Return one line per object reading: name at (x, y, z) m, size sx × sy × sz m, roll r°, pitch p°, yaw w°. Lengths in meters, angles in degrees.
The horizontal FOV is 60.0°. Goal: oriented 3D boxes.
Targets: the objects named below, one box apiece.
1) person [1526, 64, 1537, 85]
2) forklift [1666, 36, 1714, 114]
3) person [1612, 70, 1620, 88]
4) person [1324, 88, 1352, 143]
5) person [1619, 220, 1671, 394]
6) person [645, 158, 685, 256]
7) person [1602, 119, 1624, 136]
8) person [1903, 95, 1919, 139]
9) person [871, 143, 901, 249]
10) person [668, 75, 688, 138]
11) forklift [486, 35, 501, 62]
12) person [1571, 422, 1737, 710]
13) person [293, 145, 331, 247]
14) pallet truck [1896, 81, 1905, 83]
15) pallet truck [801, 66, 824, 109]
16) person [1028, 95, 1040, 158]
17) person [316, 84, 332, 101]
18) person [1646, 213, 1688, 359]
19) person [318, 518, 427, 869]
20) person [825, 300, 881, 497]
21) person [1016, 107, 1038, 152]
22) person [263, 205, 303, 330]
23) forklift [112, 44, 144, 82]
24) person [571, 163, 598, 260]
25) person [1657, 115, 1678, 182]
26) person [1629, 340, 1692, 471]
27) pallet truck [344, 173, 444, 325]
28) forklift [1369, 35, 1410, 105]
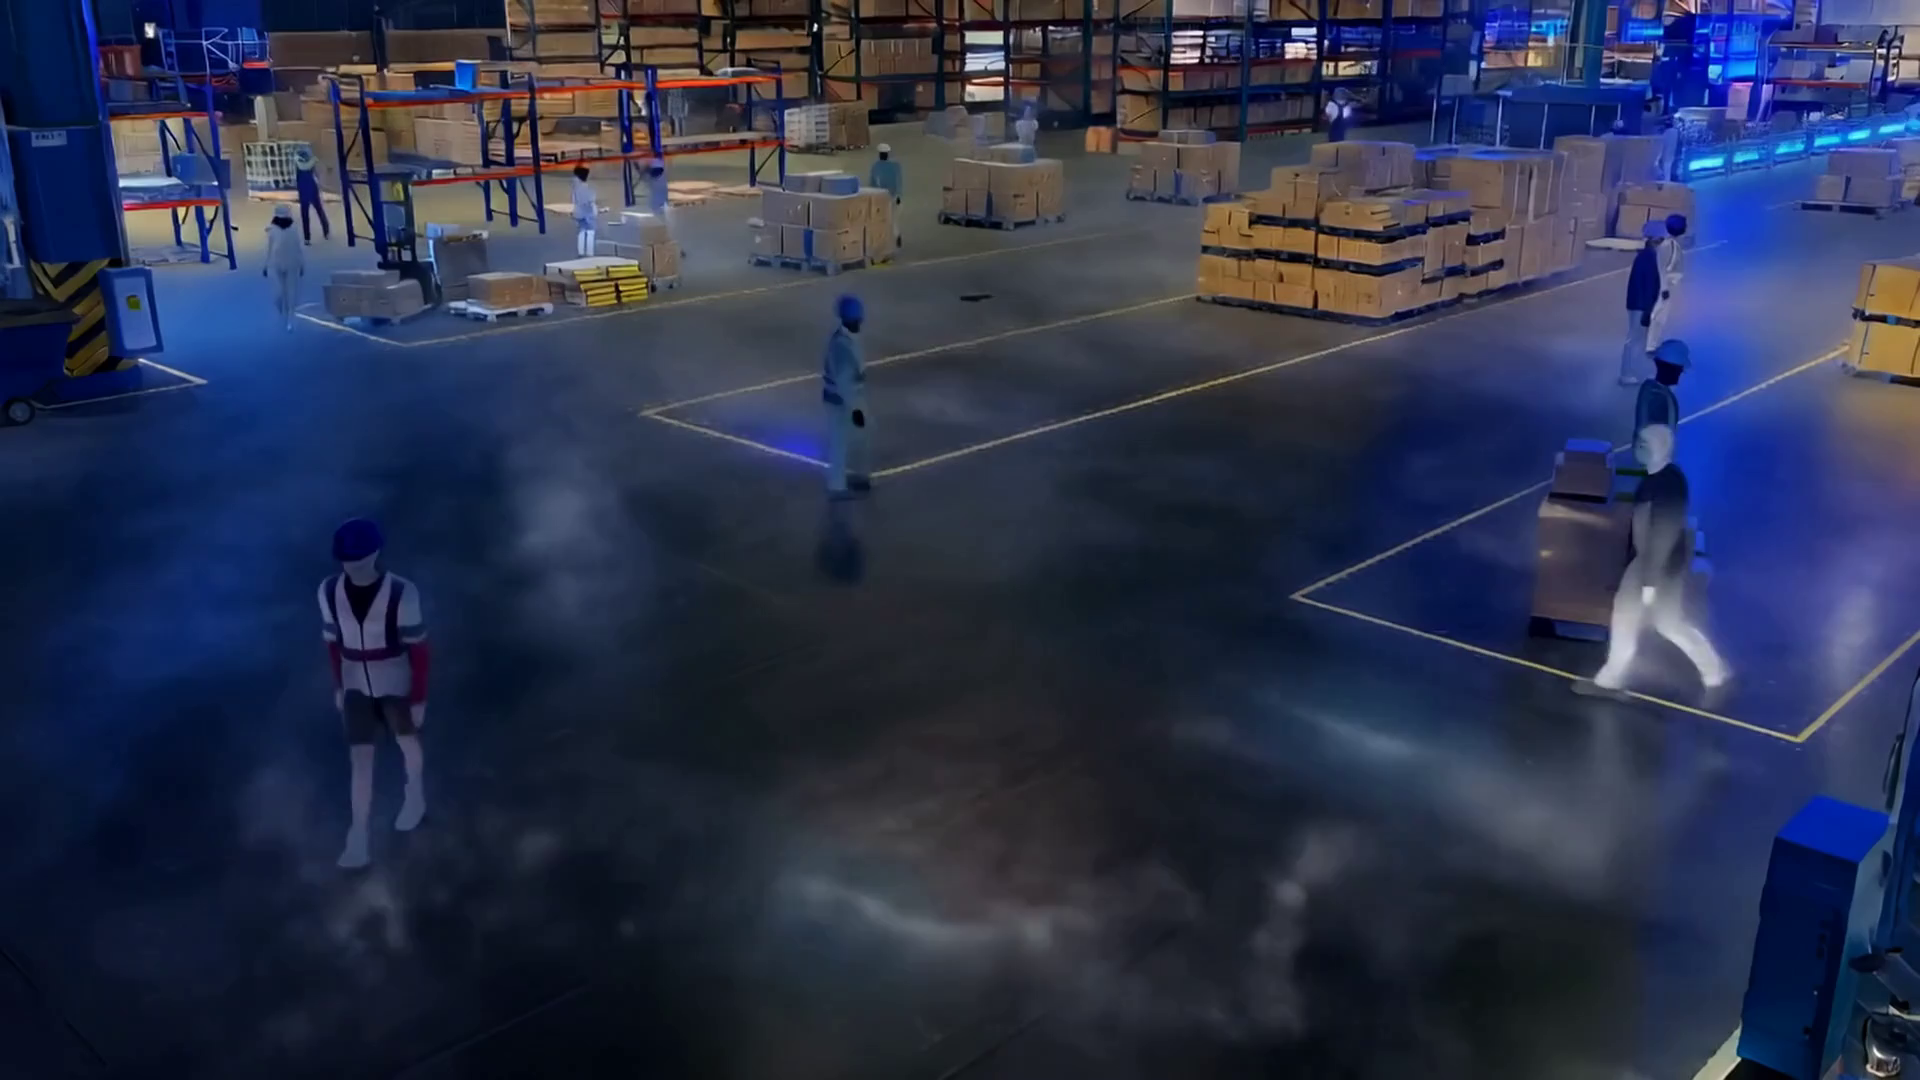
person at (20.636, -16.287, 60.396) m, size 0.890 × 1.908 × 0.642 m, roll -3°, pitch 19°, yaw -8°
forklift at (27.341, -17.291, 61.877) m, size 1.129 × 2.768 × 1.873 m, roll 17°, pitch 25°, yaw 41°
person at (24.588, -16.800, 62.391) m, size 0.762 × 1.604 × 0.501 m, roll -9°, pitch 20°, yaw -25°
person at (10.049, -10.979, 44.172) m, size 0.698 × 2.000 × 0.754 m, roll -6°, pitch 19°, yaw -18°
person at (7.949, -2.713, 19.337) m, size 0.383 × 1.996 × 0.609 m, roll 6°, pitch 19°, yaw 18°
person at (-5.240, -5.784, 29.020) m, size 0.894 × 1.718 × 0.545 m, roll 15°, pitch 24°, yaw 39°
person at (14.390, -8.426, 36.881) m, size 0.616 × 1.786 × 0.422 m, roll -15°, pitch 24°, yaw -38°
person at (26.695, -11.613, 46.625) m, size 0.372 × 1.681 × 0.546 m, roll -15°, pitch 24°, yaw -39°
person at (-1.315, -6.219, 30.075) m, size 0.598 × 1.893 × 0.947 m, roll -8°, pitch 20°, yaw -24°
person at (-8.826, -13.564, 52.076) m, size 0.607 × 1.966 × 0.367 m, roll -7°, pitch 20°, yaw -20°
forklift at (-17.571, -17.681, 63.052) m, size 1.873 × 2.768 × 1.129 m, roll -2°, pitch 18°, yaw -6°
person at (4.621, 0.182, 10.793) m, size 0.955 × 1.895 × 0.683 m, roll 6°, pitch 19°, yaw 18°
person at (-11.926, -6.343, 30.561) m, size 0.513 × 1.819 × 0.903 m, roll -1°, pitch 18°, yaw -2°
pallet truck at (34.802, -16.331, 61.455) m, size 0.653 × 1.274 × 1.630 m, roll 17°, pitch 25°, yaw 41°
pallet truck at (-4.812, -15.182, 56.903) m, size 0.823 × 1.965 × 1.885 m, roll -9°, pitch 21°, yaw -26°
person at (1.892, -10.443, 42.755) m, size 0.872 × 1.908 × 0.587 m, roll 0°, pitch 18°, yaw 1°
person at (-18.461, -12.352, 48.548) m, size 0.595 × 1.885 × 0.948 m, roll -15°, pitch 24°, yaw -38°
person at (8.975, -3.221, 21.111) m, size 0.429 × 1.843 × 0.630 m, roll 7°, pitch 20°, yaw 21°
person at (-3.140, 0.803, 8.910) m, size 0.572 × 1.884 × 0.972 m, roll 0°, pitch 18°, yaw 0°
person at (-0.991, -1.280, 15.192) m, size 0.559 × 1.892 × 0.685 m, roll 3°, pitch 19°, yaw 8°
person at (1.693, -10.095, 42.061) m, size 0.544 × 1.681 × 0.566 m, roll 2°, pitch 18°, yaw 6°
person at (-9.341, -3.774, 22.971) m, size 0.549 × 1.706 × 0.501 m, roll -6°, pitch 19°, yaw -18°
forklift at (-26.352, -14.342, 52.992) m, size 1.873 × 2.768 × 1.129 m, roll 4°, pitch 19°, yaw 11°
person at (-6.390, -5.568, 28.405) m, size 0.531 × 1.697 × 0.320 m, roll 12°, pitch 22°, yaw 33°
person at (15.587, -8.416, 36.726) m, size 0.523 × 1.865 × 0.317 m, roll -13°, pitch 23°, yaw -35°
person at (5.511, -0.639, 13.204) m, size 0.371 × 1.923 × 0.586 m, roll 5°, pitch 19°, yaw 14°
pallet truck at (-8.209, -4.181, 23.757) m, size 0.823 × 1.965 × 1.885 m, roll 3°, pitch 19°, yaw 9°
forklift at (16.701, -17.738, 63.225) m, size 1.873 × 2.768 × 1.129 m, roll -1°, pitch 18°, yaw -2°
